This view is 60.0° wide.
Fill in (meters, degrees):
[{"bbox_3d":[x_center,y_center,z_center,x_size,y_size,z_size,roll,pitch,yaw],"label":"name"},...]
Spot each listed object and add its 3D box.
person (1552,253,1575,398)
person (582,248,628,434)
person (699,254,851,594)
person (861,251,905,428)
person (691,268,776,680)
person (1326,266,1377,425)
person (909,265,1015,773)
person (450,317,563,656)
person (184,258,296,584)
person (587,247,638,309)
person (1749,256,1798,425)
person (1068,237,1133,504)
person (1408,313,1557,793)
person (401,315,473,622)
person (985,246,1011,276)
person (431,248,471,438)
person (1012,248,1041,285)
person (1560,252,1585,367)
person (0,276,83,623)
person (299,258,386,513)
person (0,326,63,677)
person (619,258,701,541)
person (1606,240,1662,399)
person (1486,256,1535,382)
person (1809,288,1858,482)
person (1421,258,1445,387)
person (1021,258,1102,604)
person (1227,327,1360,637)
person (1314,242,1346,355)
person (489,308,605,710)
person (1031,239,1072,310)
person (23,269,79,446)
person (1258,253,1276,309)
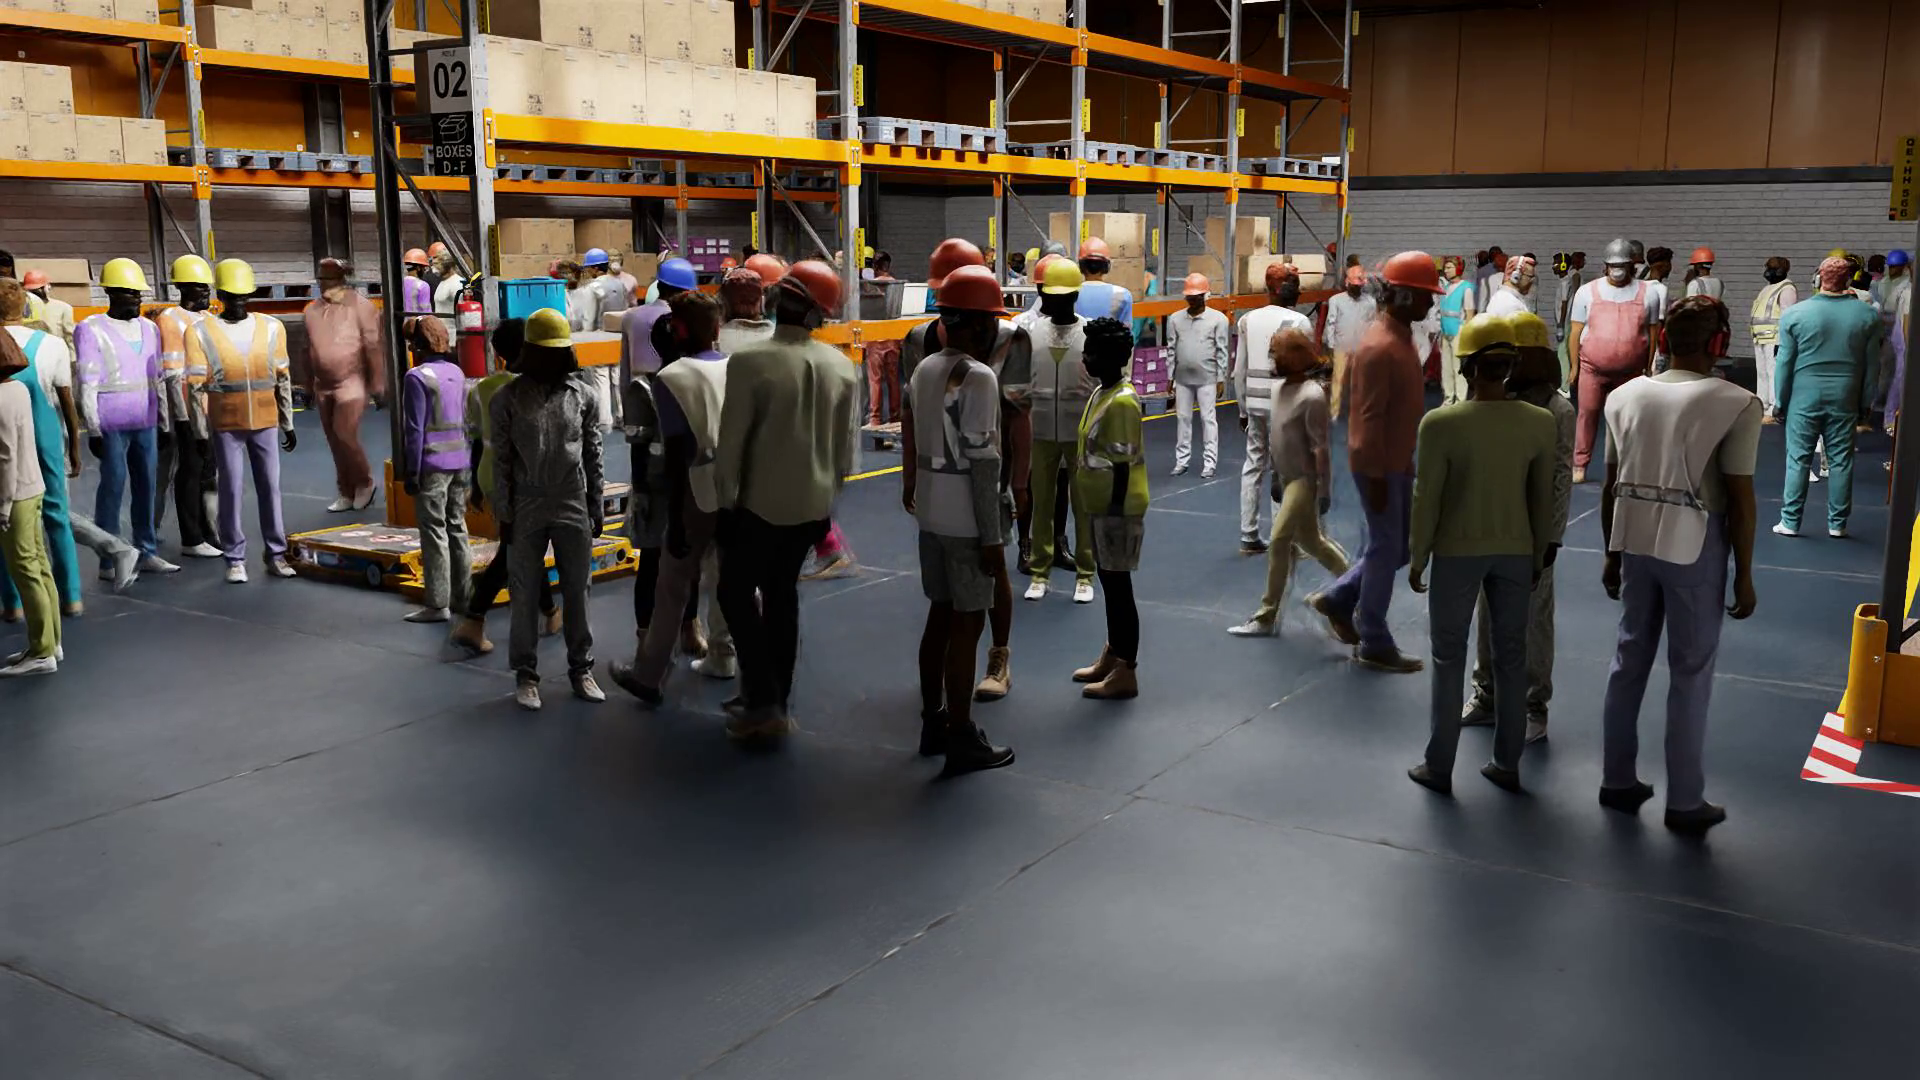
[{"bbox_3d":[7.744,-2.750,21.402,0.329,1.855,0.506,4,11,19],"label":"person"},{"bbox_3d":[-3.712,-2.068,17.384,0.425,1.933,0.618,6,12,29],"label":"person"},{"bbox_3d":[-1.087,-0.680,9.668,0.973,1.951,0.620,-3,11,-17],"label":"person"},{"bbox_3d":[-0.804,-2.101,17.649,0.598,1.908,0.402,-9,14,-41],"label":"person"},{"bbox_3d":[-0.998,-0.303,7.726,0.656,1.894,0.401,-8,13,-38],"label":"person"},{"bbox_3d":[4.310,-2.137,18.292,0.563,1.742,0.338,-1,10,-4],"label":"person"},{"bbox_3d":[0.021,-0.080,6.392,0.385,1.929,0.543,-5,11,-27],"label":"person"},{"bbox_3d":[-2.230,-0.269,8.216,0.541,1.653,0.832,6,12,31],"label":"person"},{"bbox_3d":[-4.238,-0.699,9.859,0.592,1.917,0.401,-9,13,-40],"label":"person"},{"bbox_3d":[-4.084,-2.478,19.646,0.635,1.937,0.352,-7,12,-35],"label":"person"},{"bbox_3d":[8.935,-2.196,18.345,0.429,1.847,0.627,0,10,2],"label":"person"},{"bbox_3d":[1.017,-1.288,12.764,0.614,2.040,0.378,1,10,4],"label":"person"},{"bbox_3d":[1.899,0.056,6.102,0.525,1.760,0.341,-1,10,-4],"label":"person"},{"bbox_3d":[-2.788,-0.380,8.878,0.319,1.631,0.524,2,10,12],"label":"person"},{"bbox_3d":[0.433,-3.277,24.106,0.625,1.932,0.370,-2,10,-11],"label":"person"},{"bbox_3d":[-5.176,-1.997,16.982,0.352,1.936,0.635,-6,12,-31],"label":"person"},{"bbox_3d":[0.859,-2.434,19.427,0.585,1.929,0.377,-9,14,-40],"label":"person"},{"bbox_3d":[9.755,-3.672,26.554,0.396,1.841,0.565,2,10,9],"label":"person"},{"bbox_3d":[-4.970,-0.476,8.846,0.518,1.836,0.346,-8,13,-38],"label":"person"},{"bbox_3d":[-4.608,-1.130,12.310,0.677,1.884,0.442,4,11,19],"label":"person"},{"bbox_3d":[-4.419,-0.180,7.757,0.269,1.632,0.505,-3,11,-18],"label":"person"},{"bbox_3d":[-1.964,-0.886,10.933,0.700,1.912,0.461,5,11,25],"label":"person"},{"bbox_3d":[8.507,-2.801,21.151,0.680,2.000,0.536,1,10,5],"label":"person"},{"bbox_3d":[4.262,-1.235,12.864,0.407,1.902,0.639,2,10,10],"label":"person"},{"bbox_3d":[7.313,-1.305,13.973,0.514,1.640,0.309,-3,11,-16],"label":"person"},{"bbox_3d":[6.550,-3.002,23.026,0.315,1.769,0.524,-3,11,-15],"label":"person"},{"bbox_3d":[0.576,-0.601,9.295,0.587,1.920,0.395,3,11,18],"label":"person"},{"bbox_3d":[1.798,-0.301,8.546,0.828,1.594,0.503,-2,11,-13],"label":"person"},{"bbox_3d":[6.314,-4.068,28.338,0.618,1.986,0.407,-4,11,-20],"label":"person"},{"bbox_3d":[-1.767,-0.130,7.207,0.484,1.738,0.319,-5,11,-27],"label":"person"},{"bbox_3d":[0.814,-1.653,14.790,0.537,2.000,0.680,-2,10,-9],"label":"person"},{"bbox_3d":[-8.960,-1.773,16.298,0.574,1.737,0.354,-3,11,-15],"label":"person"},{"bbox_3d":[4.877,-3.585,26.069,0.507,1.838,0.351,-6,12,-29],"label":"person"}]
